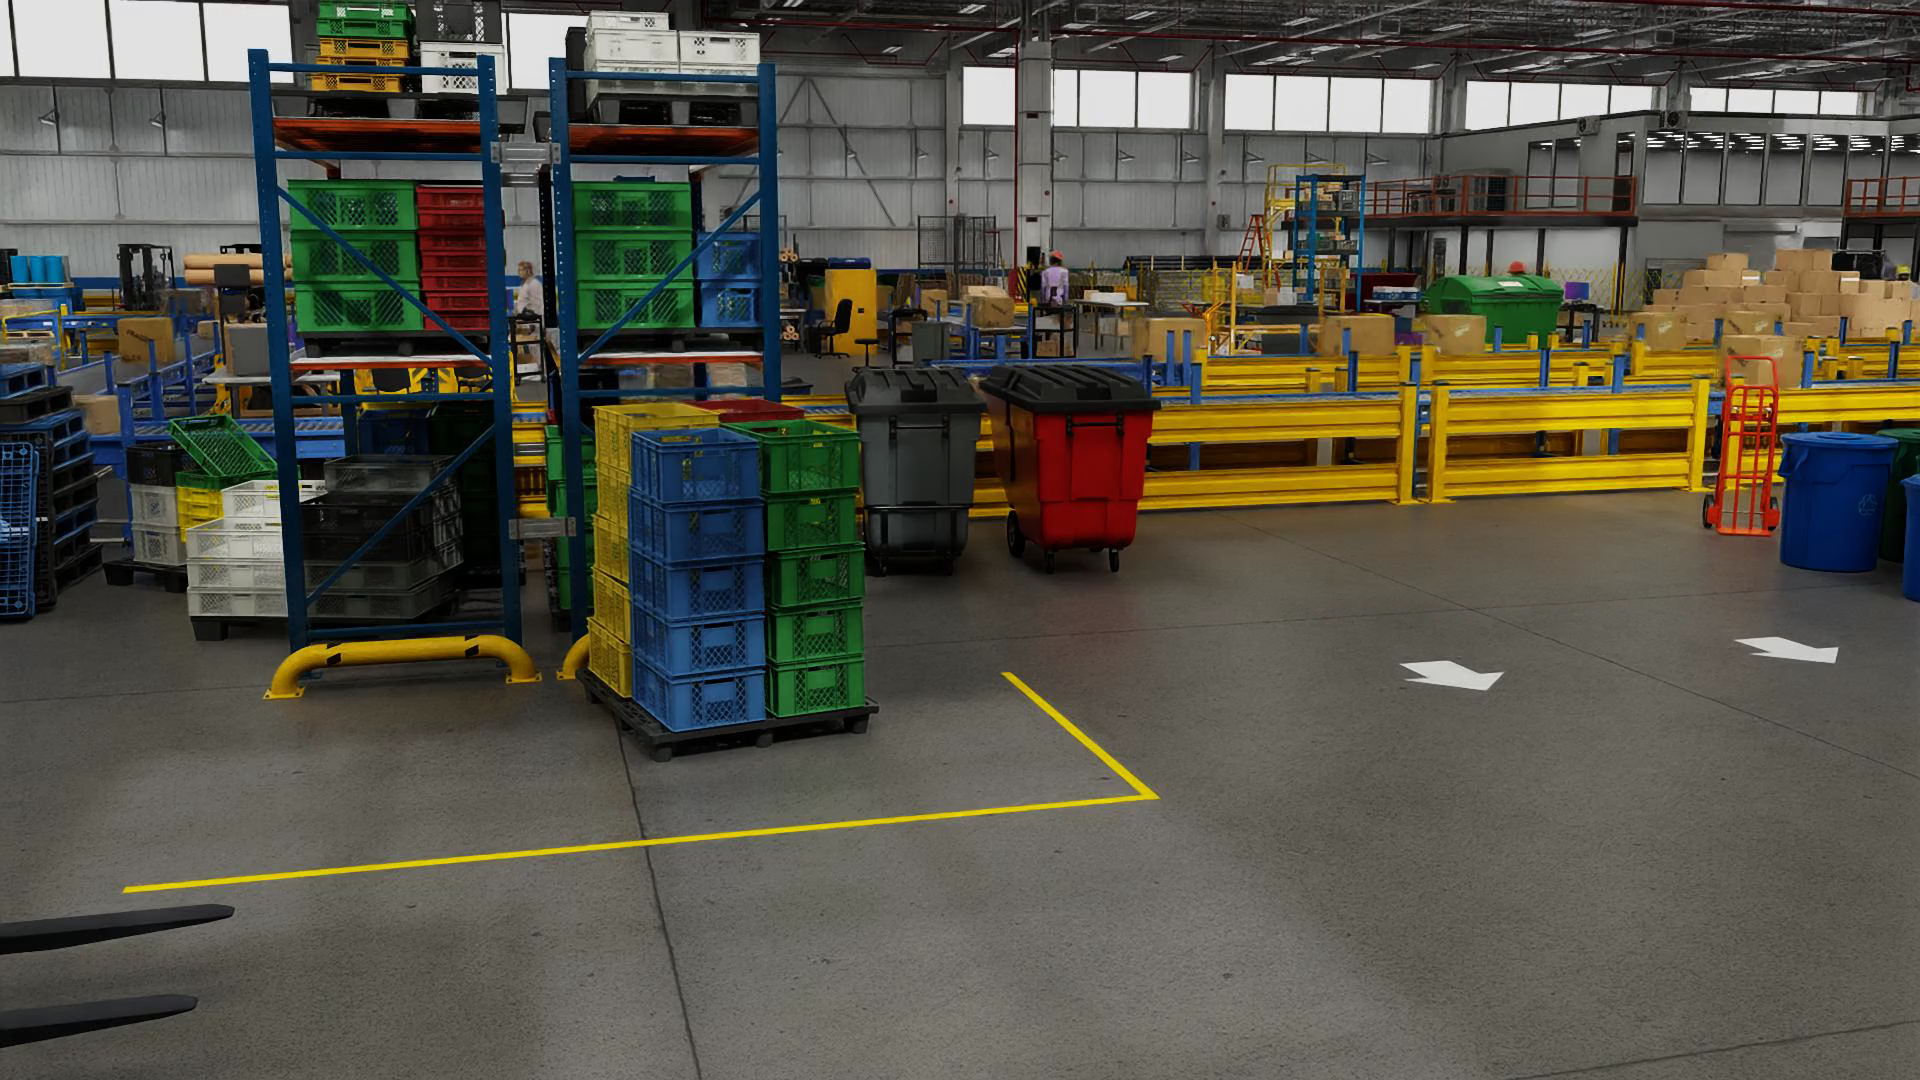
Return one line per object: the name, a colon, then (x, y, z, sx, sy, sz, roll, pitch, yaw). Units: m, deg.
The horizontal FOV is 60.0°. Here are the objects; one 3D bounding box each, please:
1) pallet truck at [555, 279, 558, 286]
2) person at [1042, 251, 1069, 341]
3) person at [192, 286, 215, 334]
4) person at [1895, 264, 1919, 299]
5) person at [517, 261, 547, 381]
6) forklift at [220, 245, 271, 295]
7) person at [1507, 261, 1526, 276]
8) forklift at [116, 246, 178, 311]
pallet truck: (-10.604, -6.375, 44.520, 0.653, 1.274, 1.630, -3, 10, -15)
person: (2.117, -5.325, 36.562, 0.618, 2.006, 0.916, 2, 10, 13)
person: (-15.775, -4.875, 34.805, 0.871, 1.729, 0.525, -10, 14, -43)
person: (15.633, -3.664, 27.677, 0.601, 1.827, 0.404, 1, 10, 7)
person: (-6.811, -3.468, 26.398, 0.398, 1.897, 0.663, -5, 11, -24)
forklift: (-17.749, -6.334, 41.440, 1.157, 1.987, 2.680, -3, 10, -17)
person: (9.011, -3.525, 26.699, 0.878, 1.912, 0.547, -4, 11, -21)
forklift: (-19.966, -6.232, 40.894, 1.157, 1.987, 2.680, -3, 10, -15)
